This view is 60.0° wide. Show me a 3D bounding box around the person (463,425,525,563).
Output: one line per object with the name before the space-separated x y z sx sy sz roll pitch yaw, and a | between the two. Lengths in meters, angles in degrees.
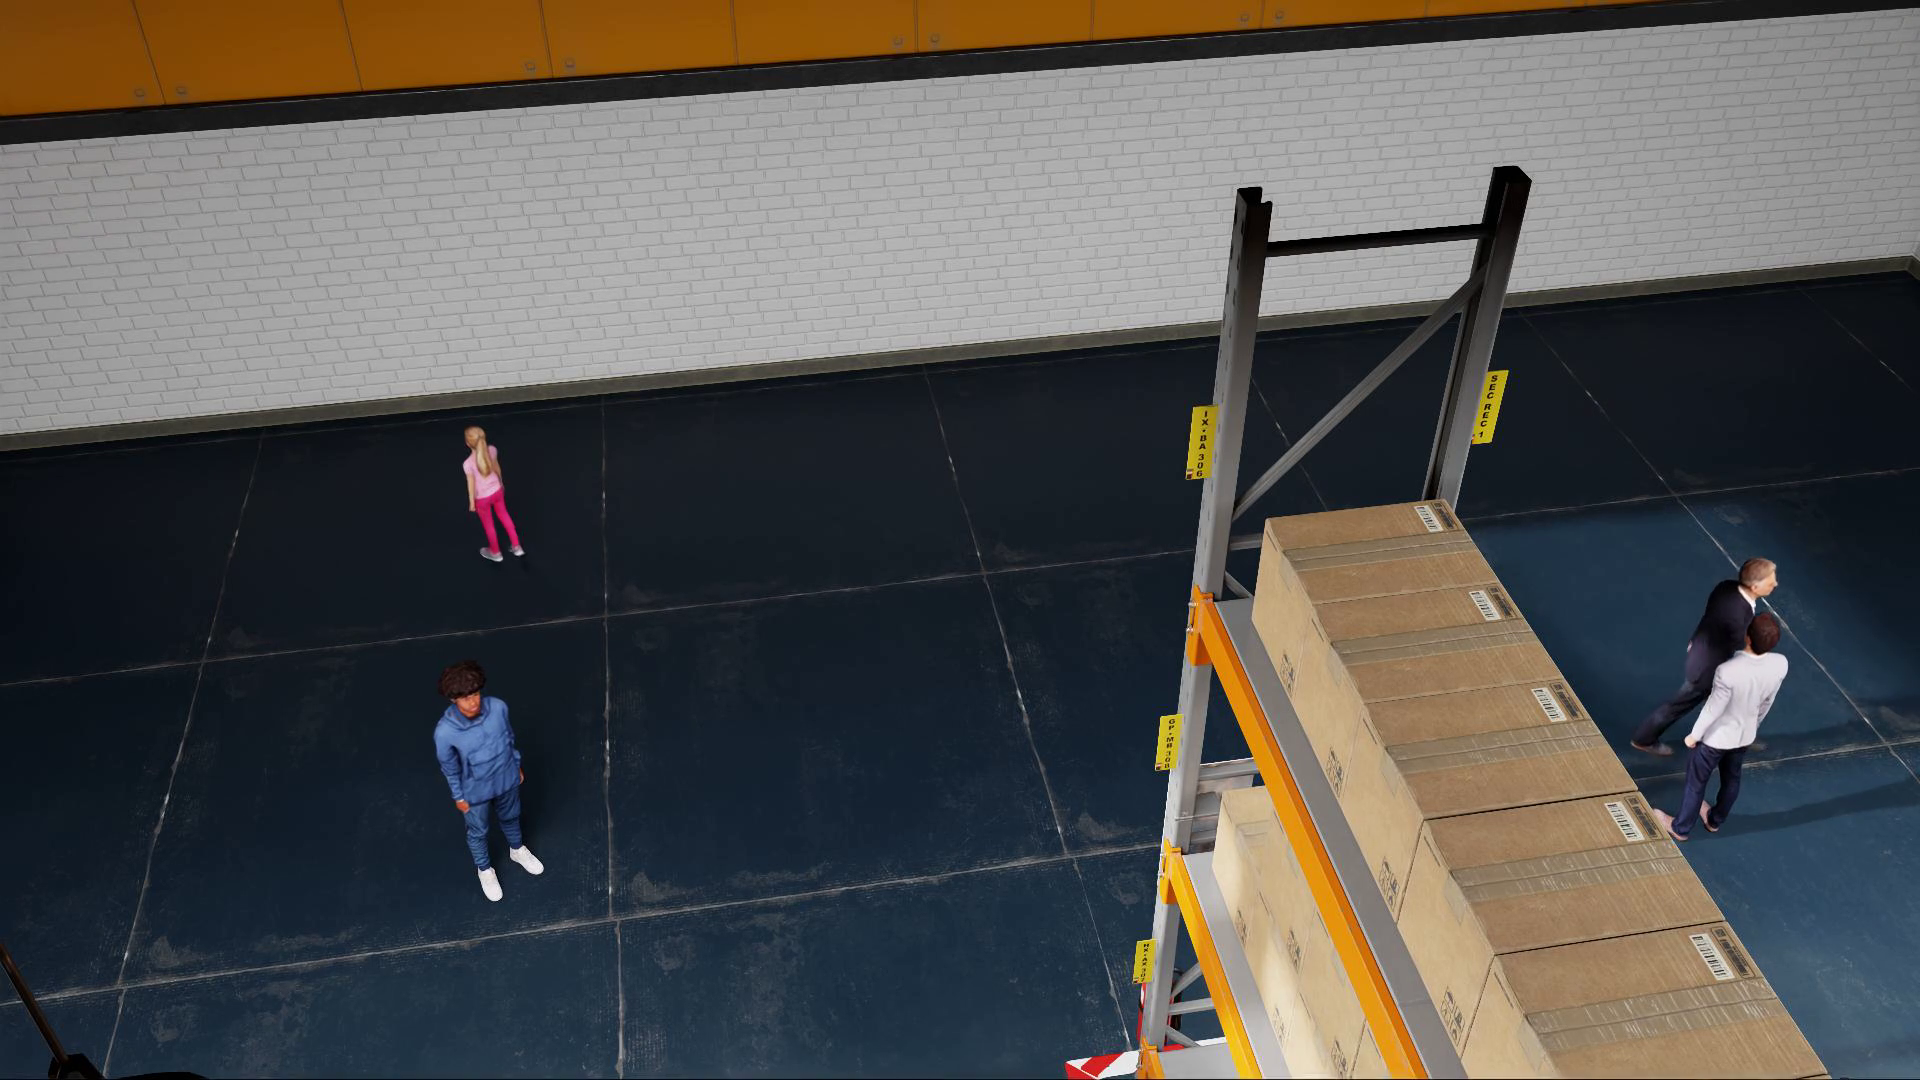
person | -3.718 -0.381 13.142 0.677 1.291 0.617 25 45 28

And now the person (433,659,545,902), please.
person | -2.975 1.473 10.404 0.763 1.811 0.776 -31 48 -33

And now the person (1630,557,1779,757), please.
person | 4.994 0.827 11.245 1.084 1.772 1.167 12 40 14

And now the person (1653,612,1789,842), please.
person | 4.931 1.216 10.694 0.684 1.852 0.592 -9 40 -11
